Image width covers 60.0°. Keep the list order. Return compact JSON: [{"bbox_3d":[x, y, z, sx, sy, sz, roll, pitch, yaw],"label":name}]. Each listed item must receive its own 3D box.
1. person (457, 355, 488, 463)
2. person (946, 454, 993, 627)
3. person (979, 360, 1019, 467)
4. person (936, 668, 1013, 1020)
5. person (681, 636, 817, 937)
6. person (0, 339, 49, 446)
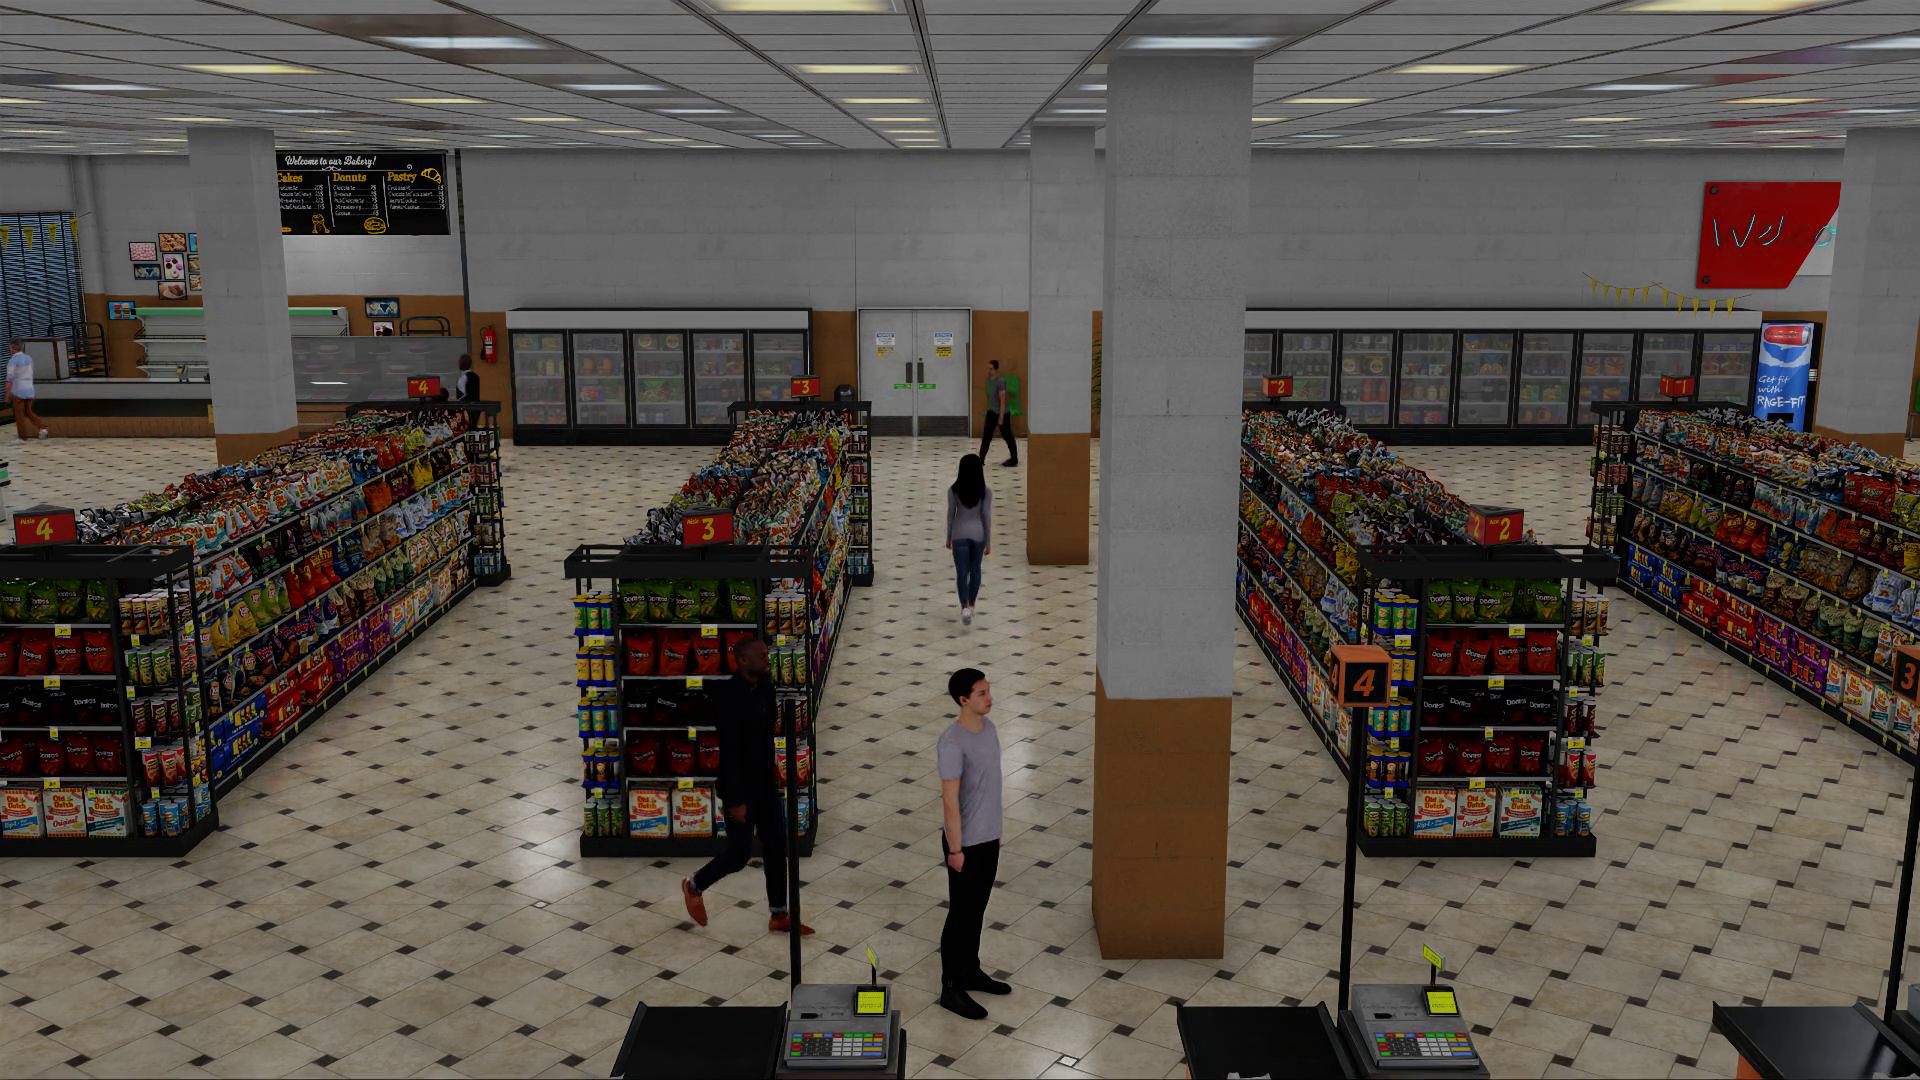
[{"bbox_3d":[-7.556,-1.972,25.846,0.852,1.819,0.786,4,13,18],"label":"person"},{"bbox_3d":[0.083,0.026,16.646,0.610,1.700,1.144,0,12,-1],"label":"person"},{"bbox_3d":[0.669,-1.983,26.200,1.116,1.695,1.115,-8,15,-35],"label":"person"},{"bbox_3d":[0.052,1.580,8.870,0.802,1.863,0.657,6,13,26],"label":"person"},{"bbox_3d":[-1.283,1.448,9.652,1.079,1.800,1.117,6,13,27],"label":"person"},{"bbox_3d":[-16.044,-2.539,28.552,0.837,1.814,0.823,2,12,9],"label":"person"}]
